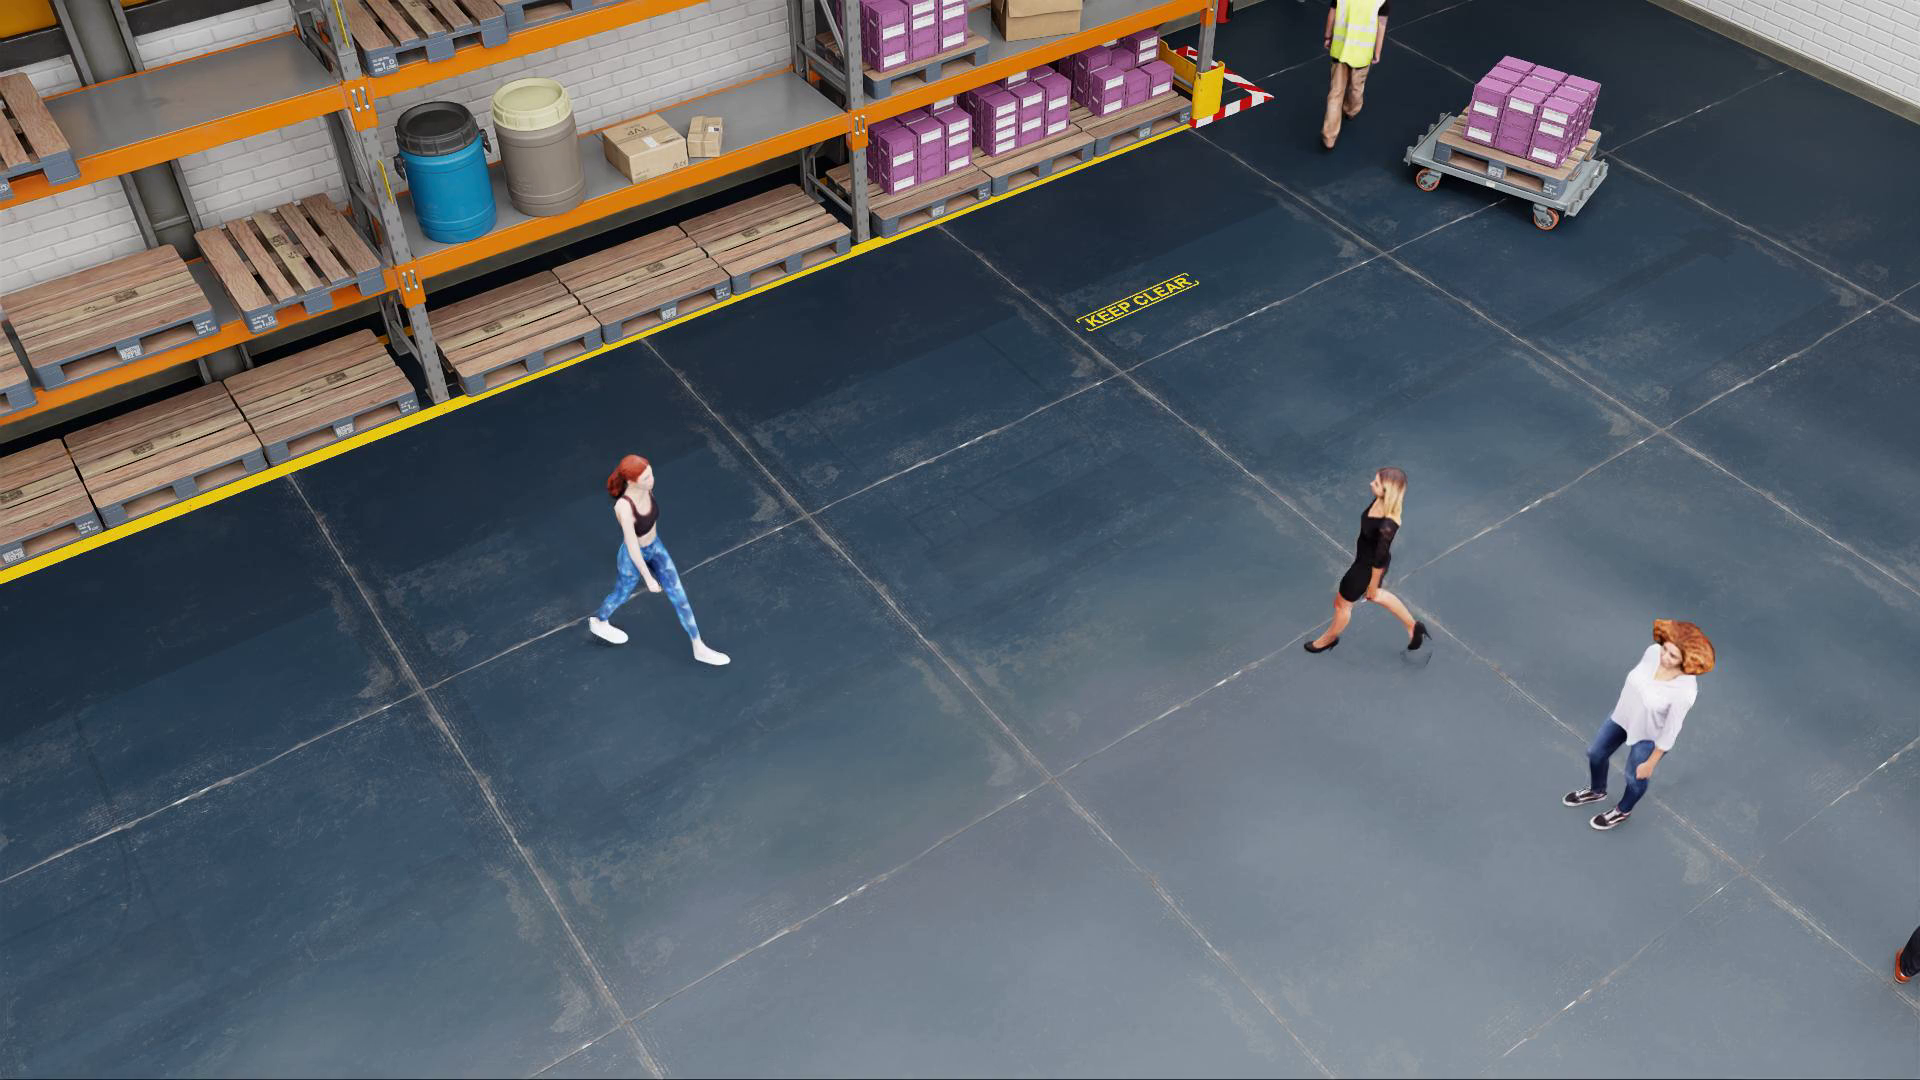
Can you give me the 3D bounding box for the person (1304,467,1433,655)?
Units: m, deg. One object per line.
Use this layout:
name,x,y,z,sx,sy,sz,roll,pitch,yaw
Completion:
person,2.730,0.192,10.742,1.056,1.651,1.008,8,44,8

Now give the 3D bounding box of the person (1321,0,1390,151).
person,3.660,-4.534,15.598,1.152,1.795,1.275,12,45,12

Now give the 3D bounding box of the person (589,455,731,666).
person,-2.132,0.145,10.734,1.112,1.731,1.207,12,45,12

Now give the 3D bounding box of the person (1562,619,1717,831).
person,4.092,1.079,9.769,0.738,1.709,0.752,-11,45,-11
